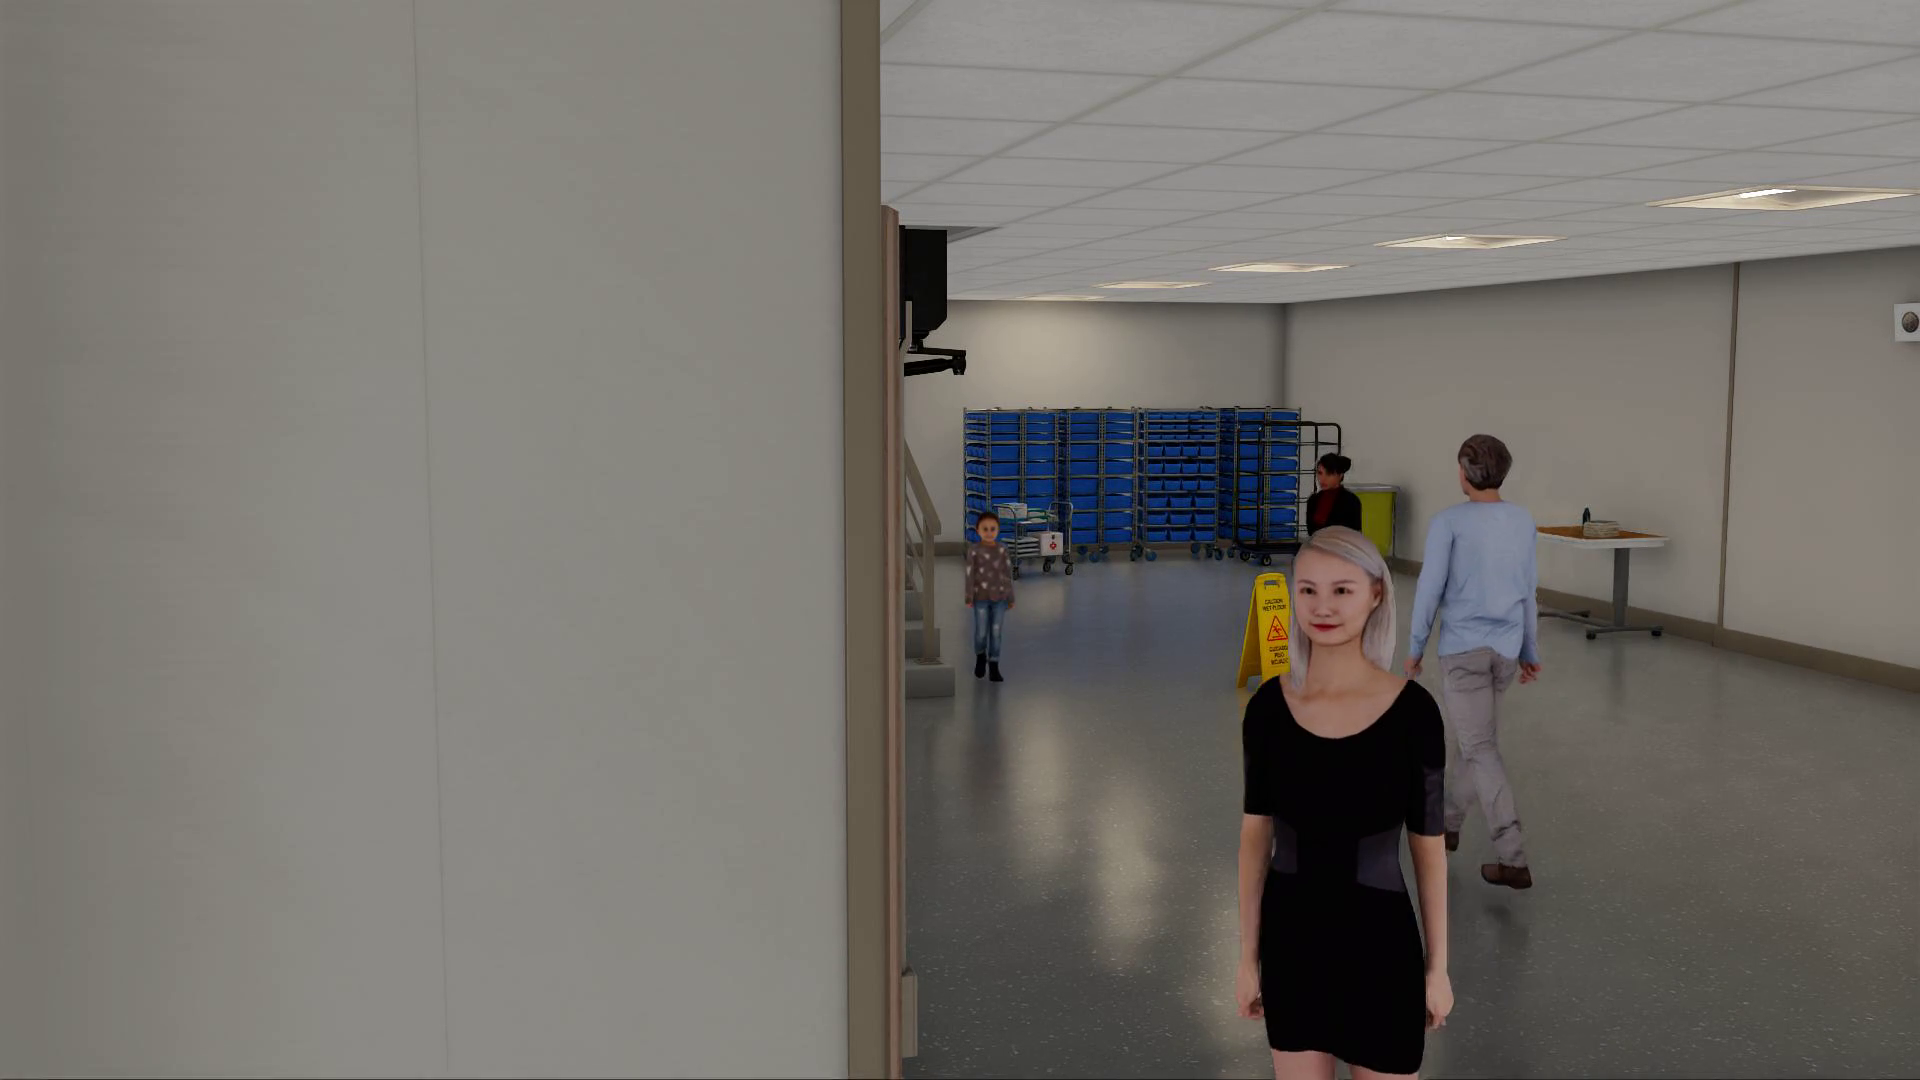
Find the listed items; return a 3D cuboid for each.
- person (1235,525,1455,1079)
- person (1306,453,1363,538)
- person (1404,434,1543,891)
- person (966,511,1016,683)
[{"bbox_3d":[0.825,0.880,3.537,0.831,1.818,0.913,2,6,22],"label":"person"},{"bbox_3d":[2.434,0.279,10.681,1.053,1.584,1.023,5,7,38],"label":"person"},{"bbox_3d":[2.198,0.528,6.901,0.664,1.846,1.210,-1,6,-14],"label":"person"},{"bbox_3d":[0.205,0.387,11.579,0.508,1.189,0.565,-1,6,-7],"label":"person"}]
